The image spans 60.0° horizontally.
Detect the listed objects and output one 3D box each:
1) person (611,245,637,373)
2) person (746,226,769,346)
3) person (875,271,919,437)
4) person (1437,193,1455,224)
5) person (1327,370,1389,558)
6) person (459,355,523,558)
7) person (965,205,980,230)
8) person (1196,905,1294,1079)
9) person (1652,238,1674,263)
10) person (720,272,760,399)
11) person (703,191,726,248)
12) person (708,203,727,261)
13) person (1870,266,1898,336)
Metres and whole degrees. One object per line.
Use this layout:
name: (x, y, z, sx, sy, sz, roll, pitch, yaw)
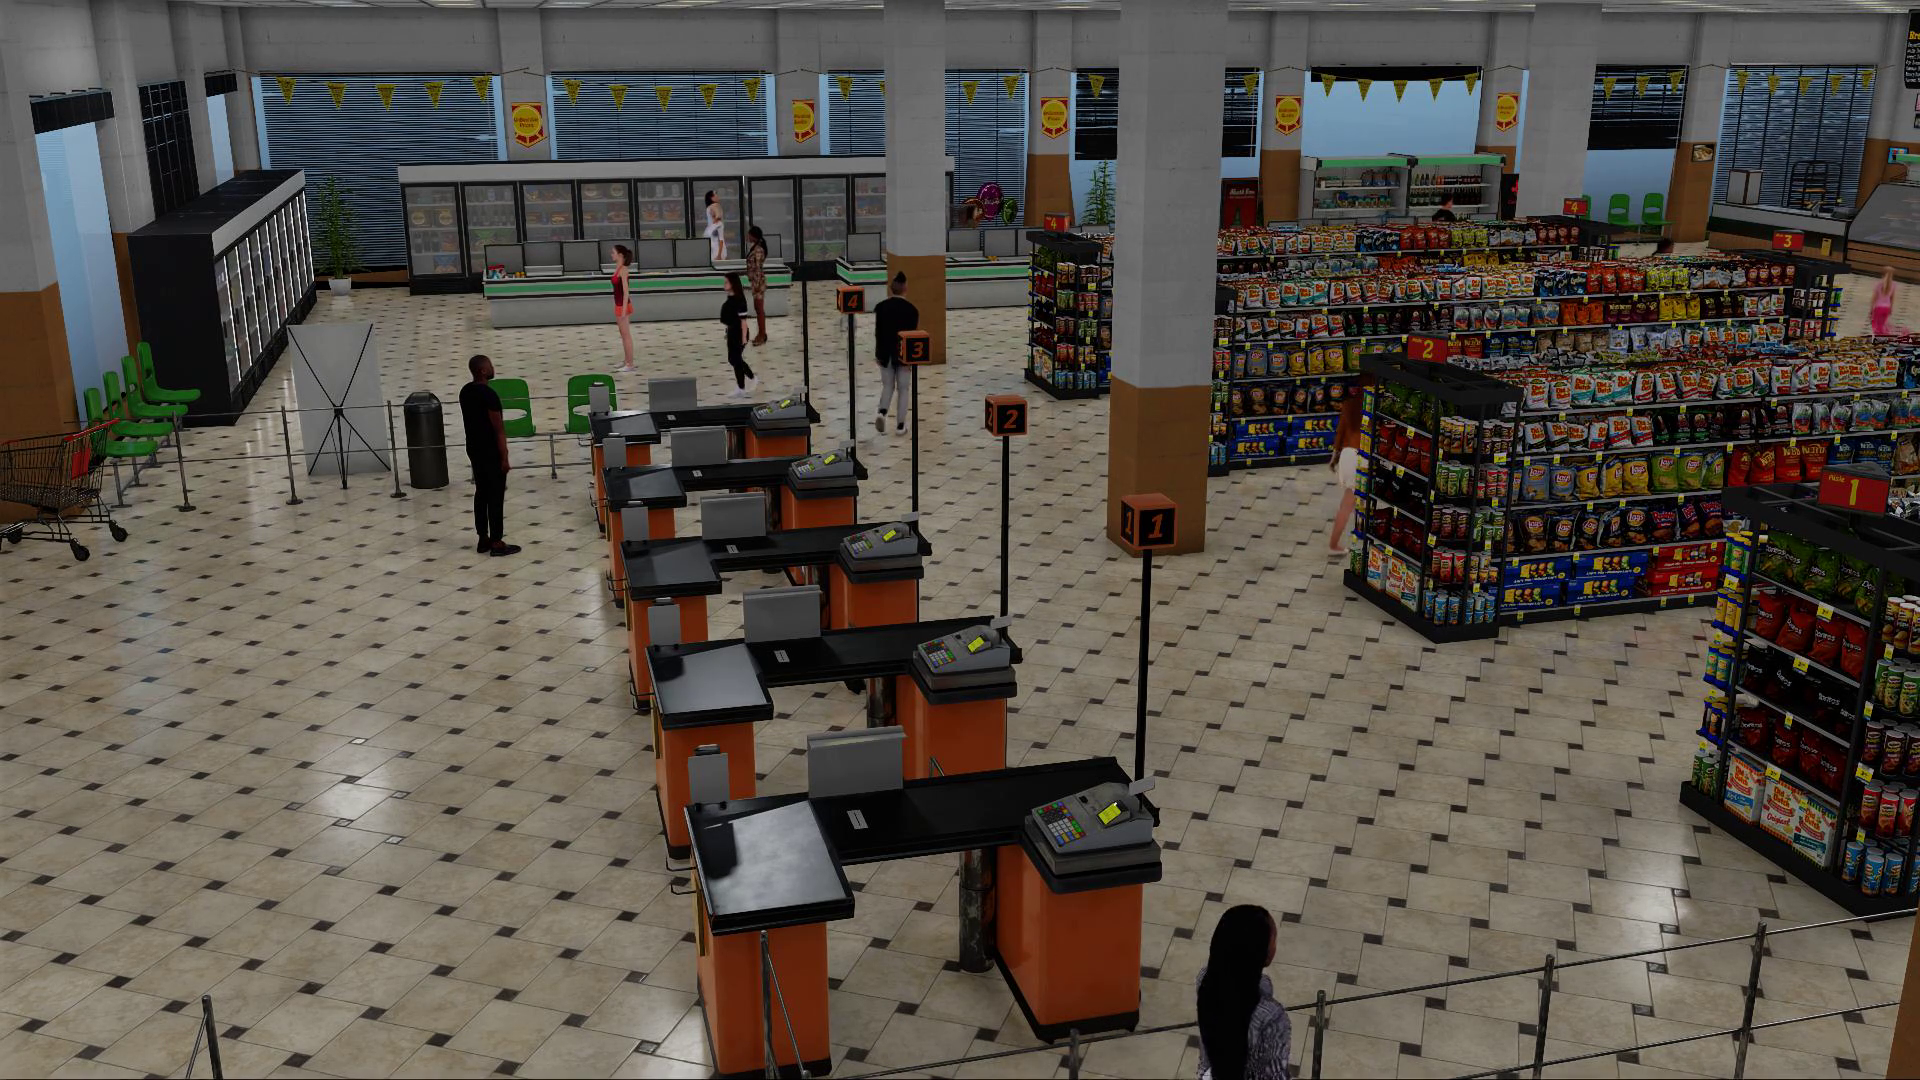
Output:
person: (-4.712, -3.249, 23.242, 0.559, 1.753, 0.566, -6, 18, -18)
person: (-3.054, -3.850, 25.152, 0.565, 1.793, 0.593, -3, 17, -10)
person: (-0.777, -2.128, 19.236, 0.985, 1.935, 1.012, 5, 18, 17)
person: (8.593, -5.251, 29.650, 0.576, 1.861, 0.664, -5, 18, -16)
person: (3.475, -0.657, 14.829, 1.142, 1.682, 0.863, -11, 20, -32)
person: (-4.253, -0.765, 14.946, 0.751, 1.820, 0.764, 14, 22, 38)
person: (0.173, -5.559, 31.351, 0.975, 1.461, 0.835, 4, 17, 13)
person: (0.901, 2.079, 5.791, 1.129, 1.697, 0.688, -7, 18, -22)
person: (9.945, -3.499, 24.089, 0.787, 1.739, 0.732, 15, 23, 41)
person: (-2.809, -2.648, 21.473, 0.756, 1.631, 0.689, -9, 19, -28)
person: (-4.518, -5.483, 30.495, 0.727, 1.813, 0.710, -6, 18, -20)
person: (-4.223, -4.999, 29.008, 0.582, 1.751, 0.609, -9, 19, -28)
person: (13.707, -3.432, 24.691, 0.778, 1.260, 0.697, 1, 17, 4)
